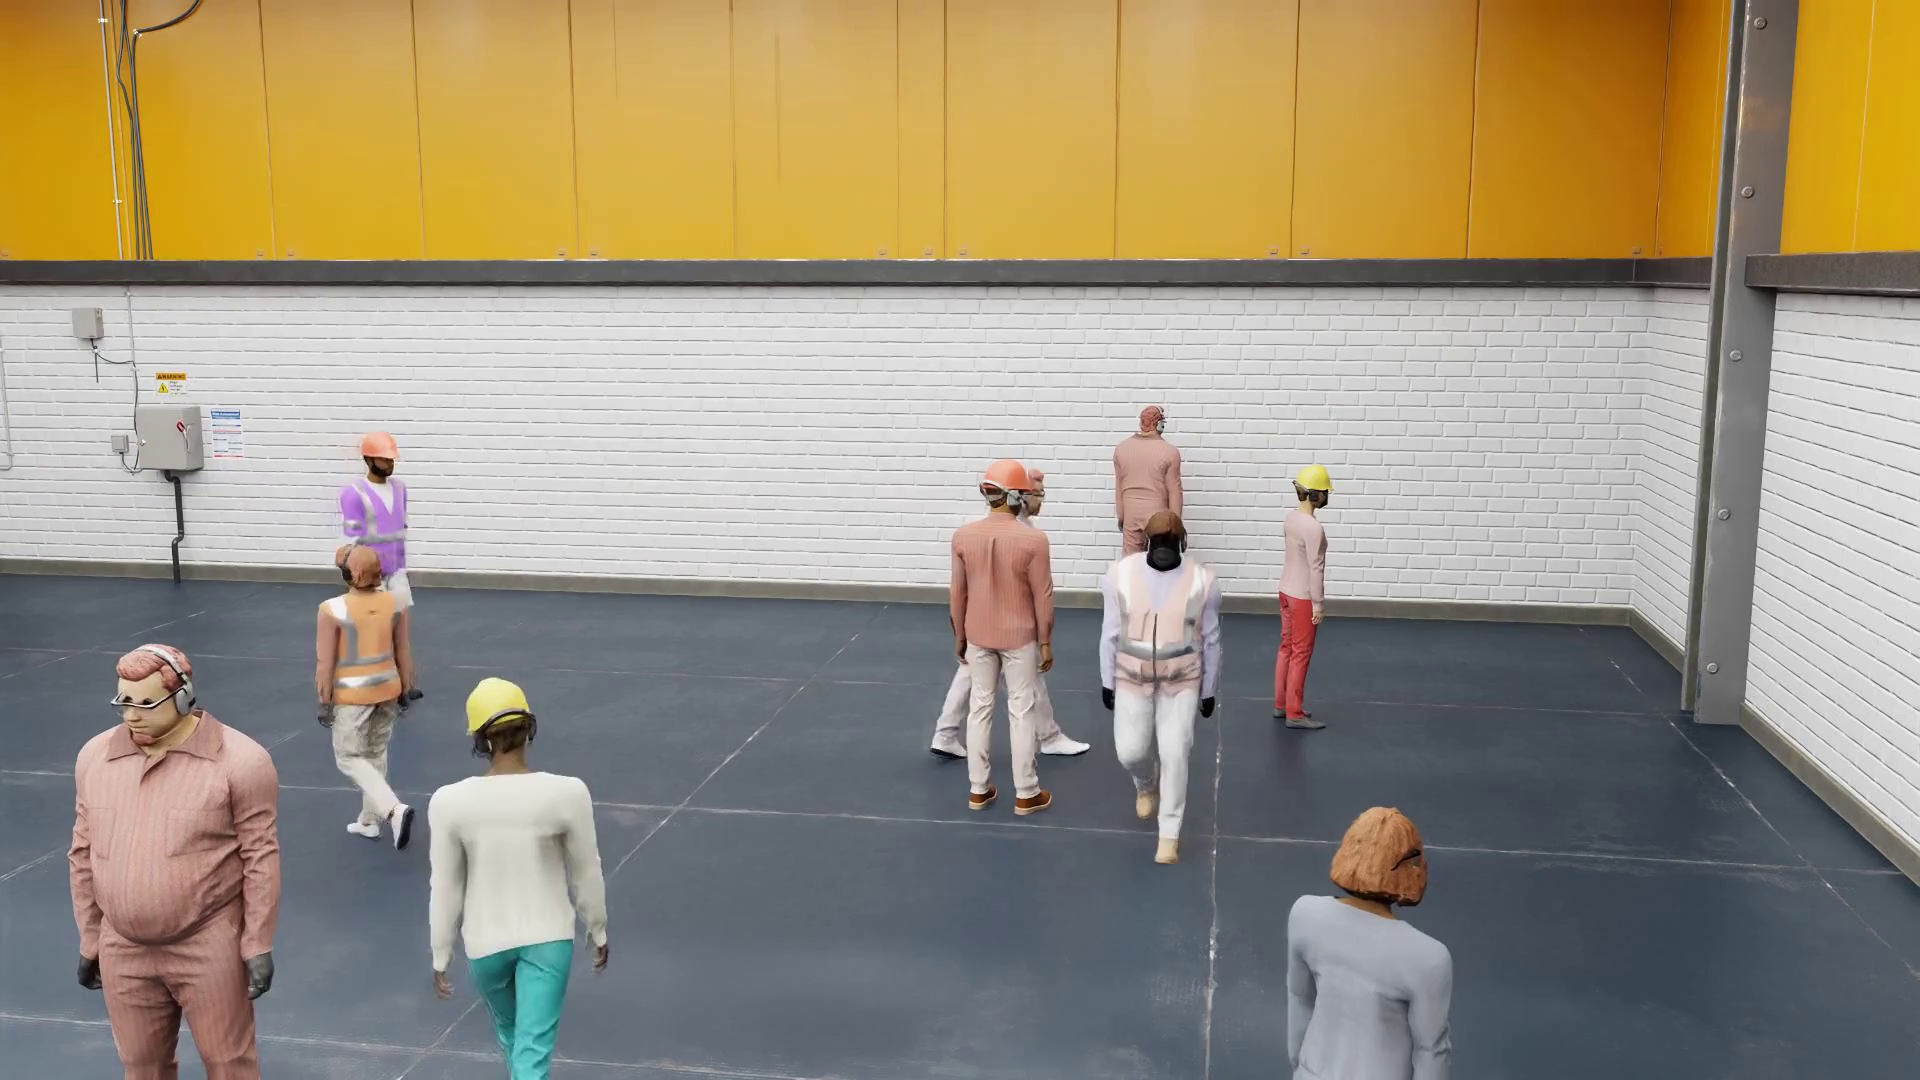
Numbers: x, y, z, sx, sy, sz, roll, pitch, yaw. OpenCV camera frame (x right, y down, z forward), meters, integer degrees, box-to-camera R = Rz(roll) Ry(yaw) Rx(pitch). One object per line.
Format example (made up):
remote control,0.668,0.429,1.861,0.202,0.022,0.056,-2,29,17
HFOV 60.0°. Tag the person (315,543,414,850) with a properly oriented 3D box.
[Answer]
person,-3.072,0.823,8.686,0.628,1.622,0.522,7,11,36

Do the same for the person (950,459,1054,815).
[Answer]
person,0.247,0.542,9.317,0.609,1.988,0.392,4,10,25

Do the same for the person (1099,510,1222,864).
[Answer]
person,1.048,0.726,8.682,0.630,1.821,0.624,2,9,13

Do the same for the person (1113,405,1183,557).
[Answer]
person,1.616,-0.195,14.146,0.642,1.903,0.402,6,11,35

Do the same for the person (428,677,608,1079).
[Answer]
person,-1.448,1.309,5.454,0.539,1.704,0.901,-1,9,-5

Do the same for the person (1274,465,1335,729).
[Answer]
person,2.299,0.375,11.062,0.338,1.757,0.518,-2,9,-11

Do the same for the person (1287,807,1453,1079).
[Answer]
person,1.082,1.510,4.468,0.298,1.622,0.495,-9,13,-44

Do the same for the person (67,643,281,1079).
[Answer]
person,-2.455,1.255,5.190,0.639,1.901,0.406,0,9,0

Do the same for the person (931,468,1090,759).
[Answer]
person,0.273,0.468,10.249,1.015,1.846,0.745,-2,10,-15

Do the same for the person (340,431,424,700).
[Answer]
person,-4.182,0.172,11.814,0.729,1.922,0.553,5,10,28
